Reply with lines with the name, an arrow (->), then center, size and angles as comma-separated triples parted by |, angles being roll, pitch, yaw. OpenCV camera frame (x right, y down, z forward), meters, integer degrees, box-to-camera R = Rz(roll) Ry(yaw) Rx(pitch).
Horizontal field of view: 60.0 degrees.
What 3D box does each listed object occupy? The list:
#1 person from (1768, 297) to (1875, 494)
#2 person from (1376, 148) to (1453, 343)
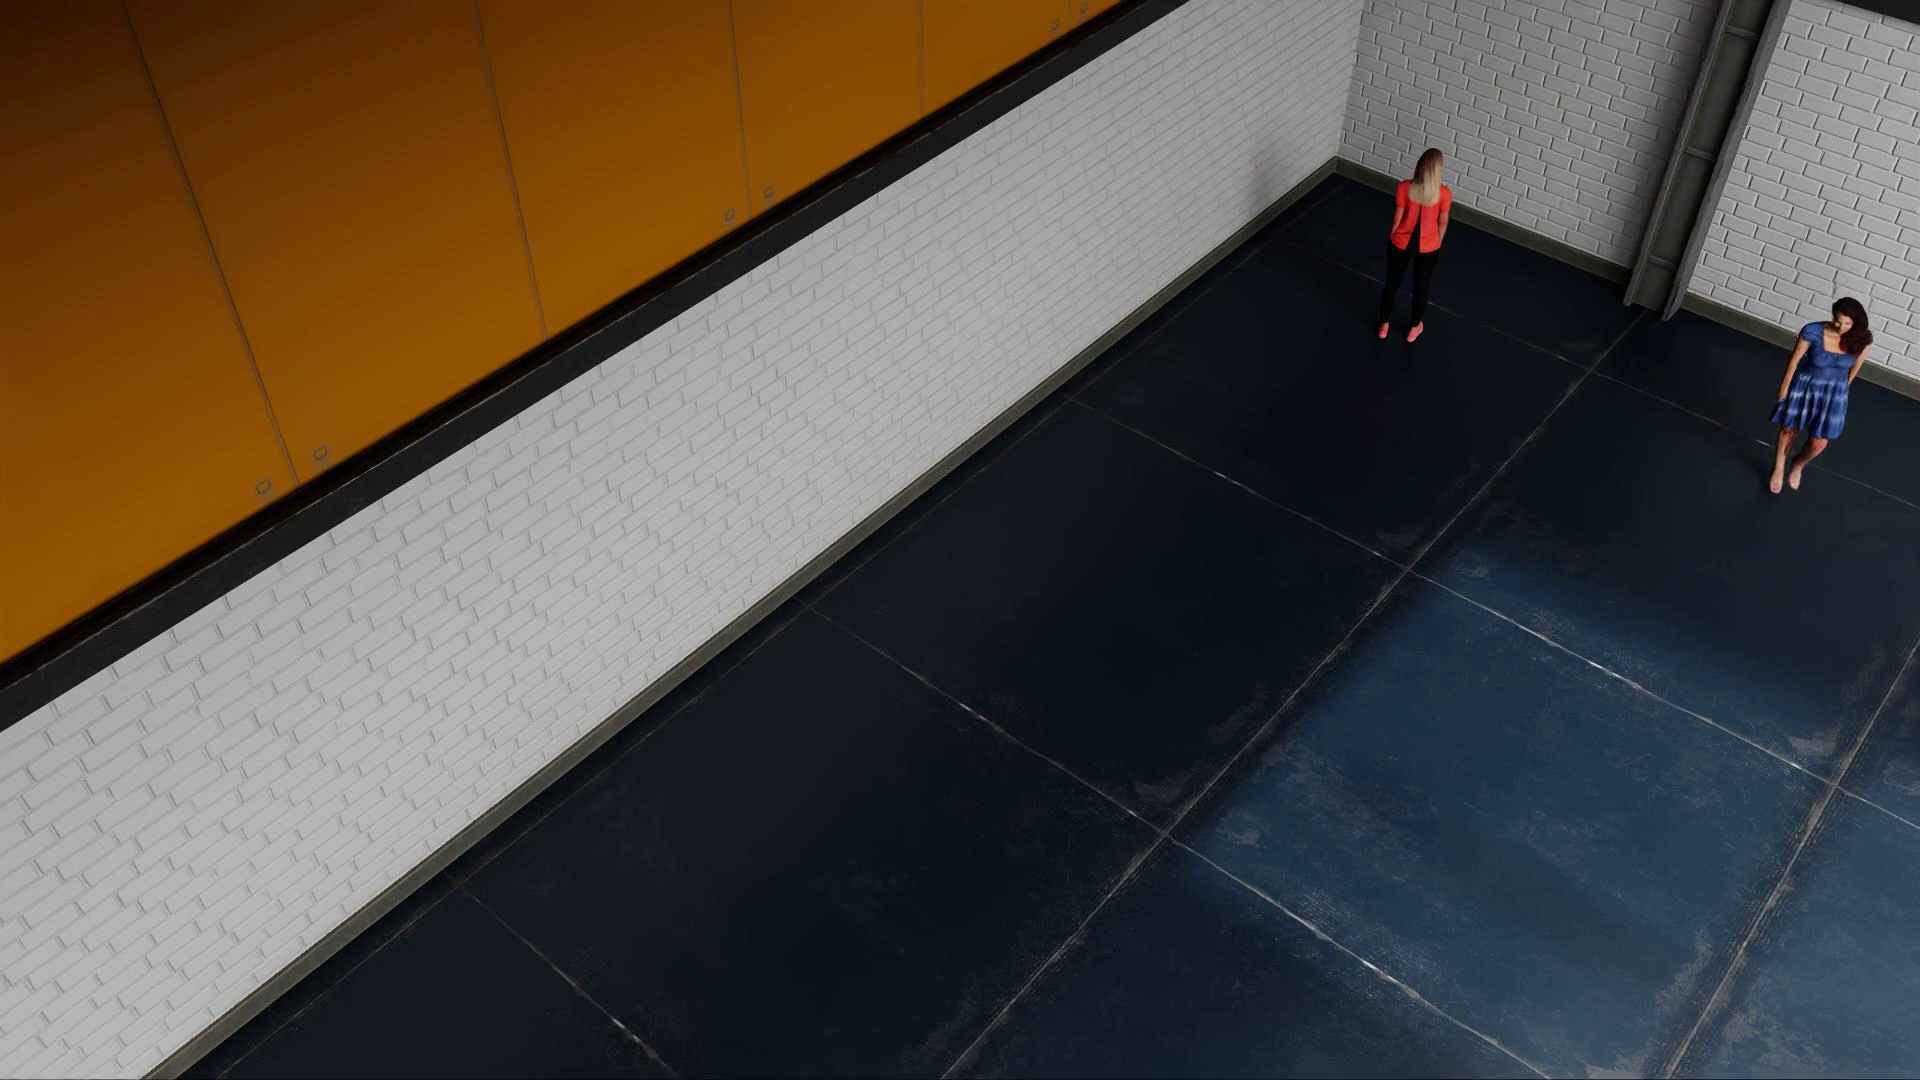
person -> 6.071, -1.065, 11.849 | 0.749, 1.773, 0.854 | 11, 45, 12
person -> 3.614, -2.339, 13.243 | 0.587, 1.694, 0.720 | 14, 45, 14
